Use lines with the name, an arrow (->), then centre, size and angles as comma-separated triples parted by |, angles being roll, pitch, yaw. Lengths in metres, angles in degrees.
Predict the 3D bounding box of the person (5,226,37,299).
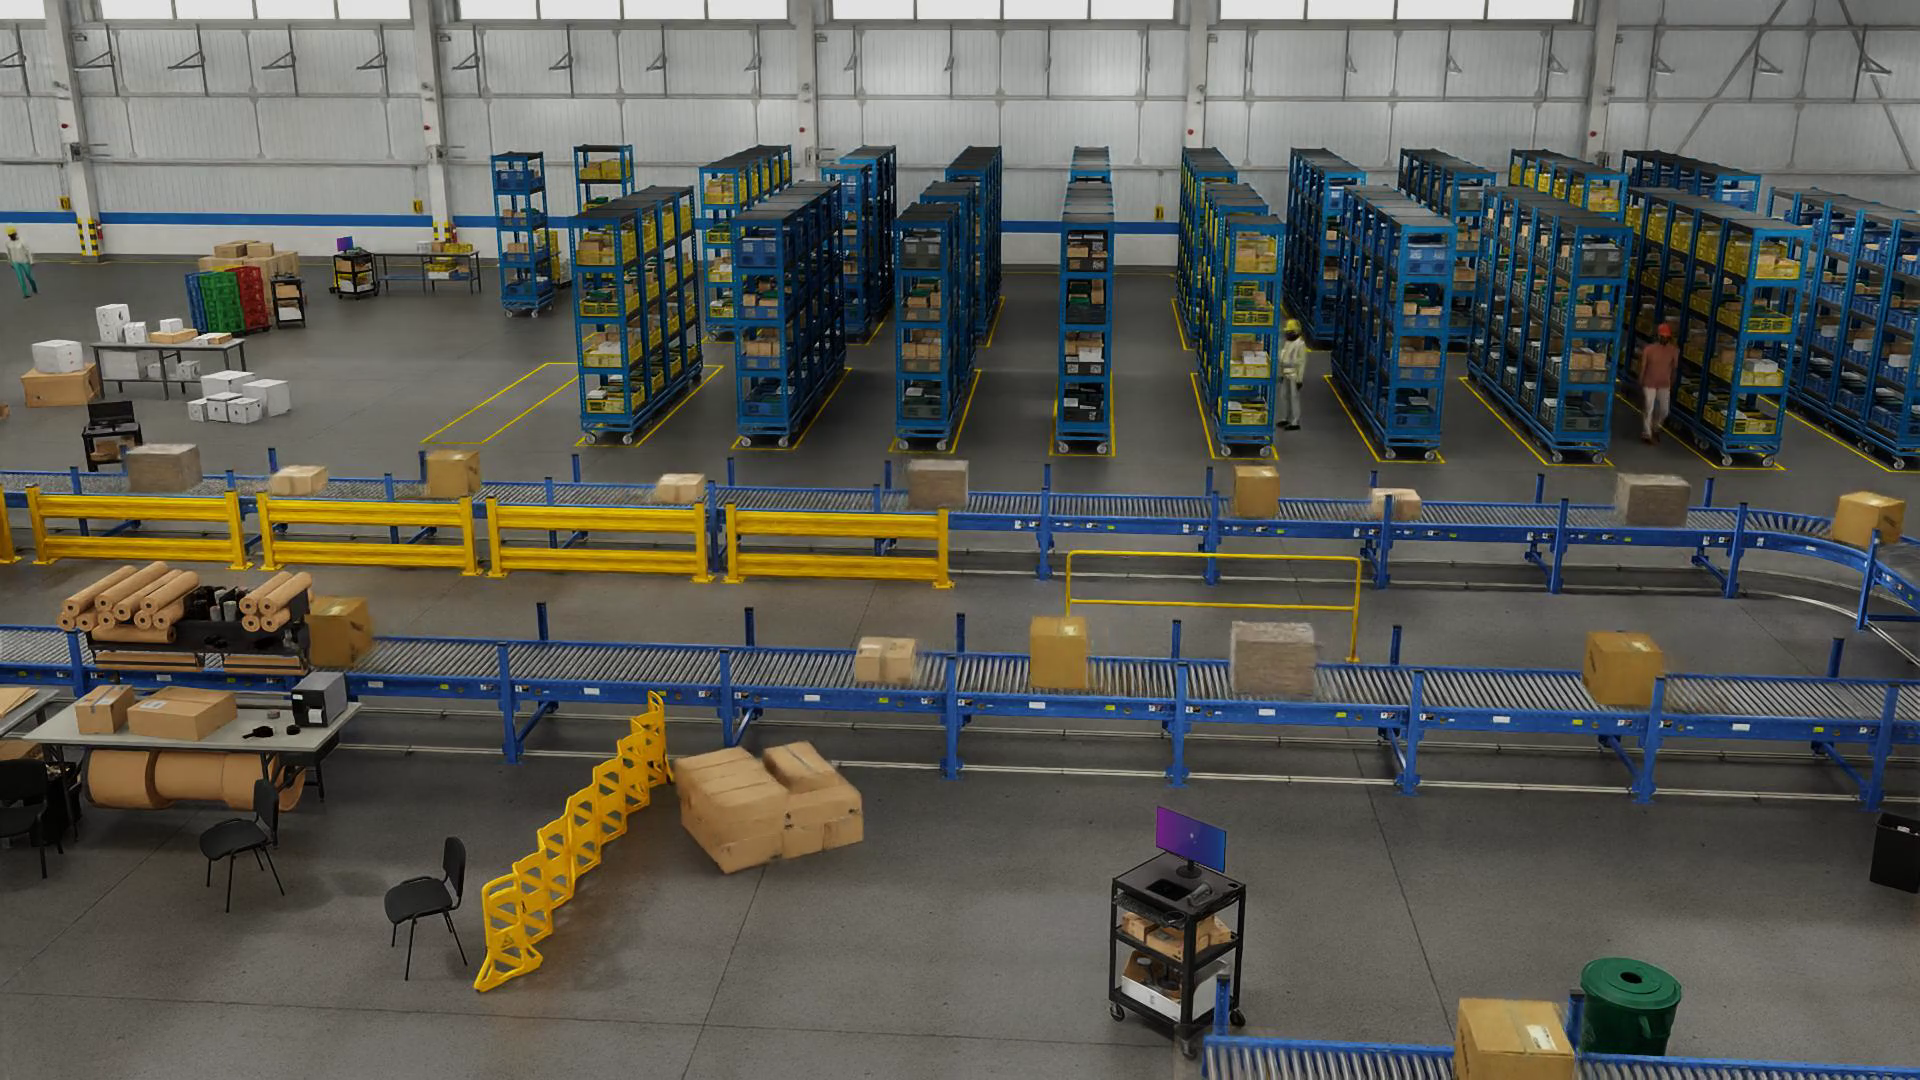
person -> -22.538, -6.691, 39.962 | 0.544, 1.733, 0.639 | -2, 18, -6

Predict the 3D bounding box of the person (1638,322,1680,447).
person -> 10.915, -2.430, 26.045 | 0.621, 1.979, 0.424 | 1, 18, 2

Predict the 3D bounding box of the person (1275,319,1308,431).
person -> 5.424, -2.701, 27.135 | 0.403, 1.829, 0.599 | -5, 18, -15

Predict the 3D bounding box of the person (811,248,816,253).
person -> -3.491, -6.716, 39.849 | 0.390, 1.846, 0.564 | -1, 18, -4
